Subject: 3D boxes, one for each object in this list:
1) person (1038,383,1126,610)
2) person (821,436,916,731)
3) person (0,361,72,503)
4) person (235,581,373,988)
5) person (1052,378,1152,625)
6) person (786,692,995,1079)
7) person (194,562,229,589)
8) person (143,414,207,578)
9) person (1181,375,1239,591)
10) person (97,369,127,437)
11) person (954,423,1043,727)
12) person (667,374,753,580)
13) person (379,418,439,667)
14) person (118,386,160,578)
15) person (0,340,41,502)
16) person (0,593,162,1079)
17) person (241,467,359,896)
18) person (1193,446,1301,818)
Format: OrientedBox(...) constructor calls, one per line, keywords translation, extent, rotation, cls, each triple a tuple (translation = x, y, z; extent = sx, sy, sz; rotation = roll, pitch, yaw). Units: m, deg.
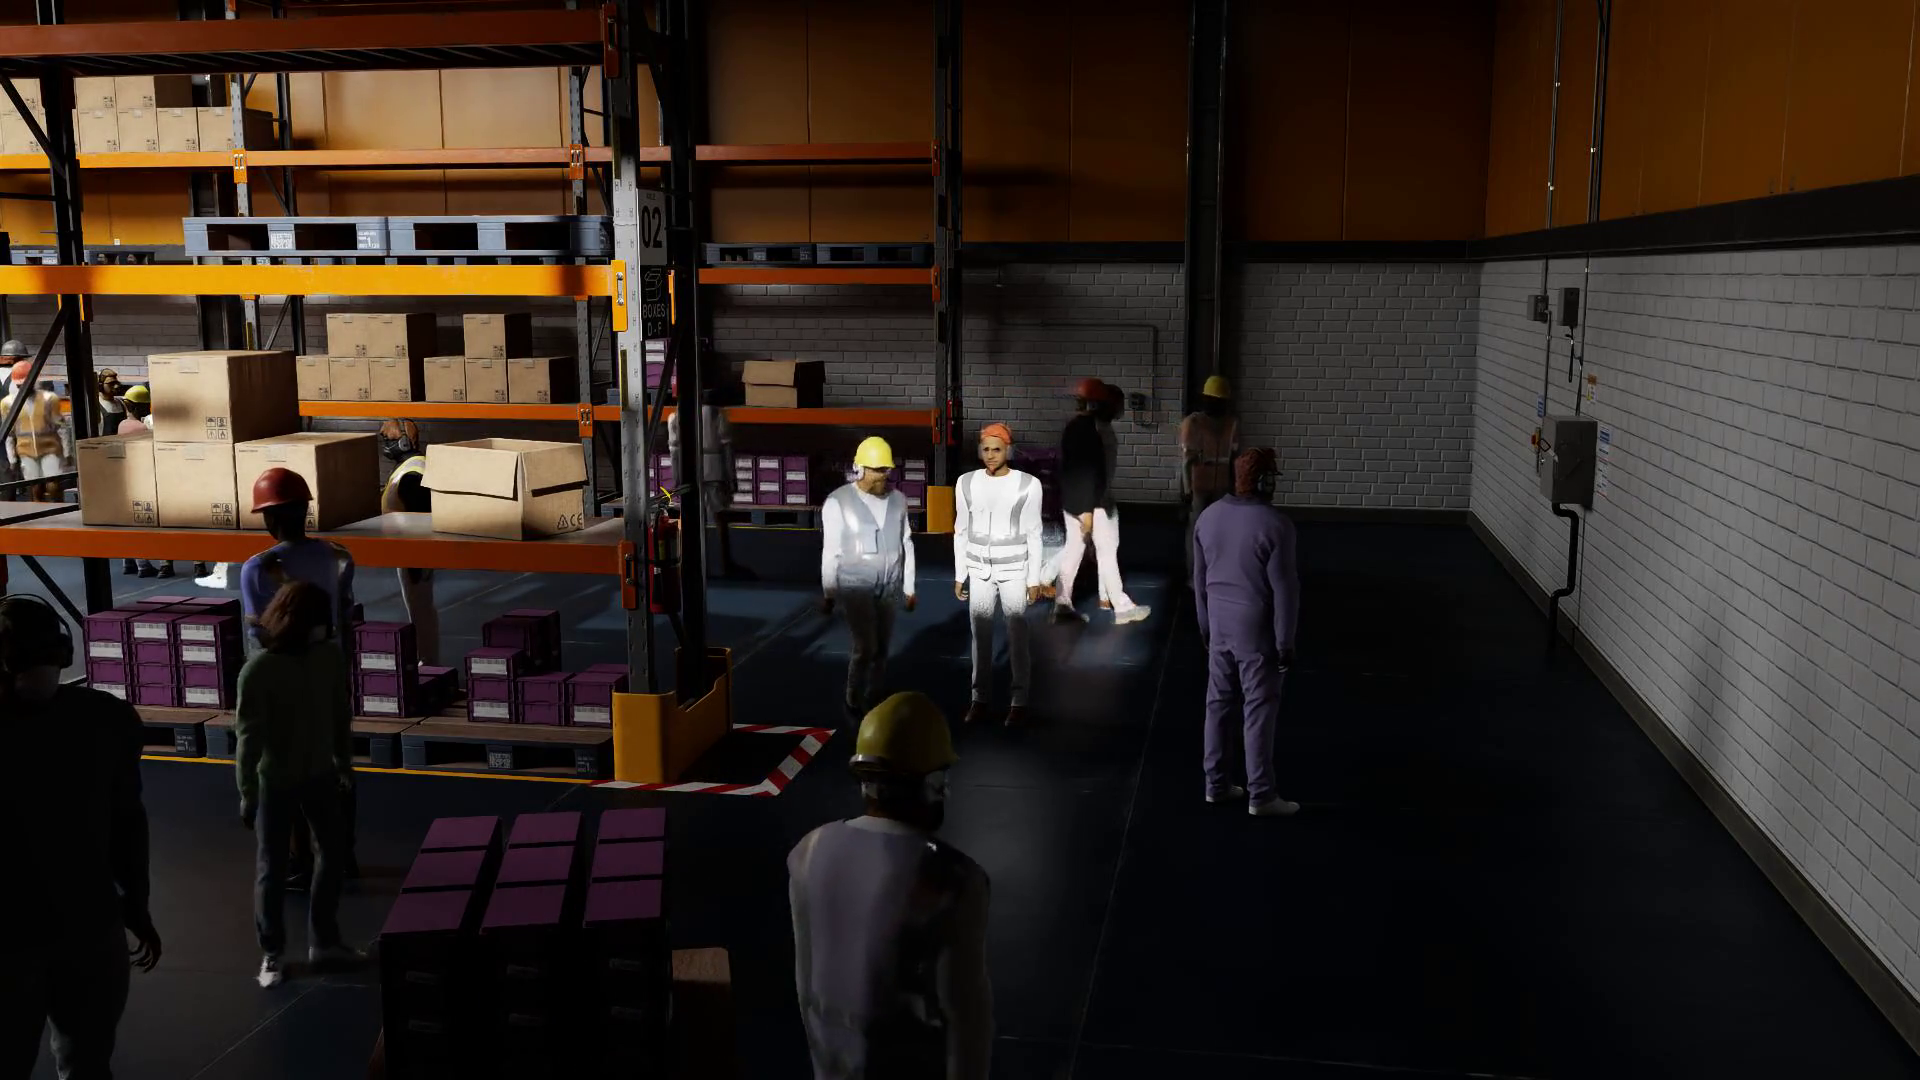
OrientedBox(translation=(1.015, -0.347, 13.691), extent=(0.816, 1.904, 0.666), rotation=(3, 10, 17), cls="person")
OrientedBox(translation=(-0.531, 0.276, 10.043), extent=(0.612, 1.812, 0.443), rotation=(-7, 12, -37), cls="person")
OrientedBox(translation=(-9.414, -0.879, 16.959), extent=(0.593, 1.902, 0.472), rotation=(-3, 10, -19), cls="person")
OrientedBox(translation=(-2.603, 0.948, 6.528), extent=(0.415, 1.610, 0.529), rotation=(5, 10, 27), cls="person")
OrientedBox(translation=(1.111, -0.296, 13.172), extent=(0.819, 1.958, 0.646), rotation=(-3, 10, -20), cls="person")
OrientedBox(translation=(-0.141, 1.265, 3.950), extent=(0.620, 1.811, 0.454), rotation=(7, 12, 38), cls="person")
OrientedBox(translation=(-6.414, -0.469, 14.639), extent=(0.860, 1.826, 0.578), rotation=(1, 9, 7), cls="person")
OrientedBox(translation=(-7.170, -0.567, 15.246), extent=(0.586, 1.833, 0.403), rotation=(-3, 10, -18), cls="person")
OrientedBox(translation=(2.188, -0.469, 14.433), extent=(0.611, 1.906, 0.624), rotation=(-4, 10, -21), cls="person")
OrientedBox(translation=(-8.406, -0.772, 16.480), extent=(0.343, 1.847, 0.506), rotation=(3, 10, 16), cls="person")
OrientedBox(translation=(0.234, 0.213, 10.269), extent=(0.576, 1.880, 0.351), rotation=(3, 10, 21), cls="person")
OrientedBox(translation=(-2.281, -0.576, 15.147), extent=(0.734, 1.885, 0.454), rotation=(-2, 9, -10), cls="person")
OrientedBox(translation=(-3.675, 0.098, 11.129), extent=(0.428, 1.836, 0.625), rotation=(-3, 10, -19), cls="person")
OrientedBox(translation=(-7.540, -0.539, 15.320), extent=(0.520, 1.759, 0.349), rotation=(7, 12, 37), cls="person")
OrientedBox(translation=(-10.664, -1.258, 18.892), extent=(0.686, 2.000, 0.535), rotation=(1, 9, 6), cls="person")
OrientedBox(translation=(-2.522, 1.098, 4.590), extent=(0.379, 1.940, 0.629), rotation=(7, 12, 38), cls="person")
OrientedBox(translation=(-2.981, 0.633, 7.495), extent=(0.364, 1.933, 0.543), rotation=(6, 11, 31), cls="person")
OrientedBox(translation=(1.503, 0.468, 8.595), extent=(0.399, 1.909, 0.642), rotation=(-7, 12, -38), cls="person")
